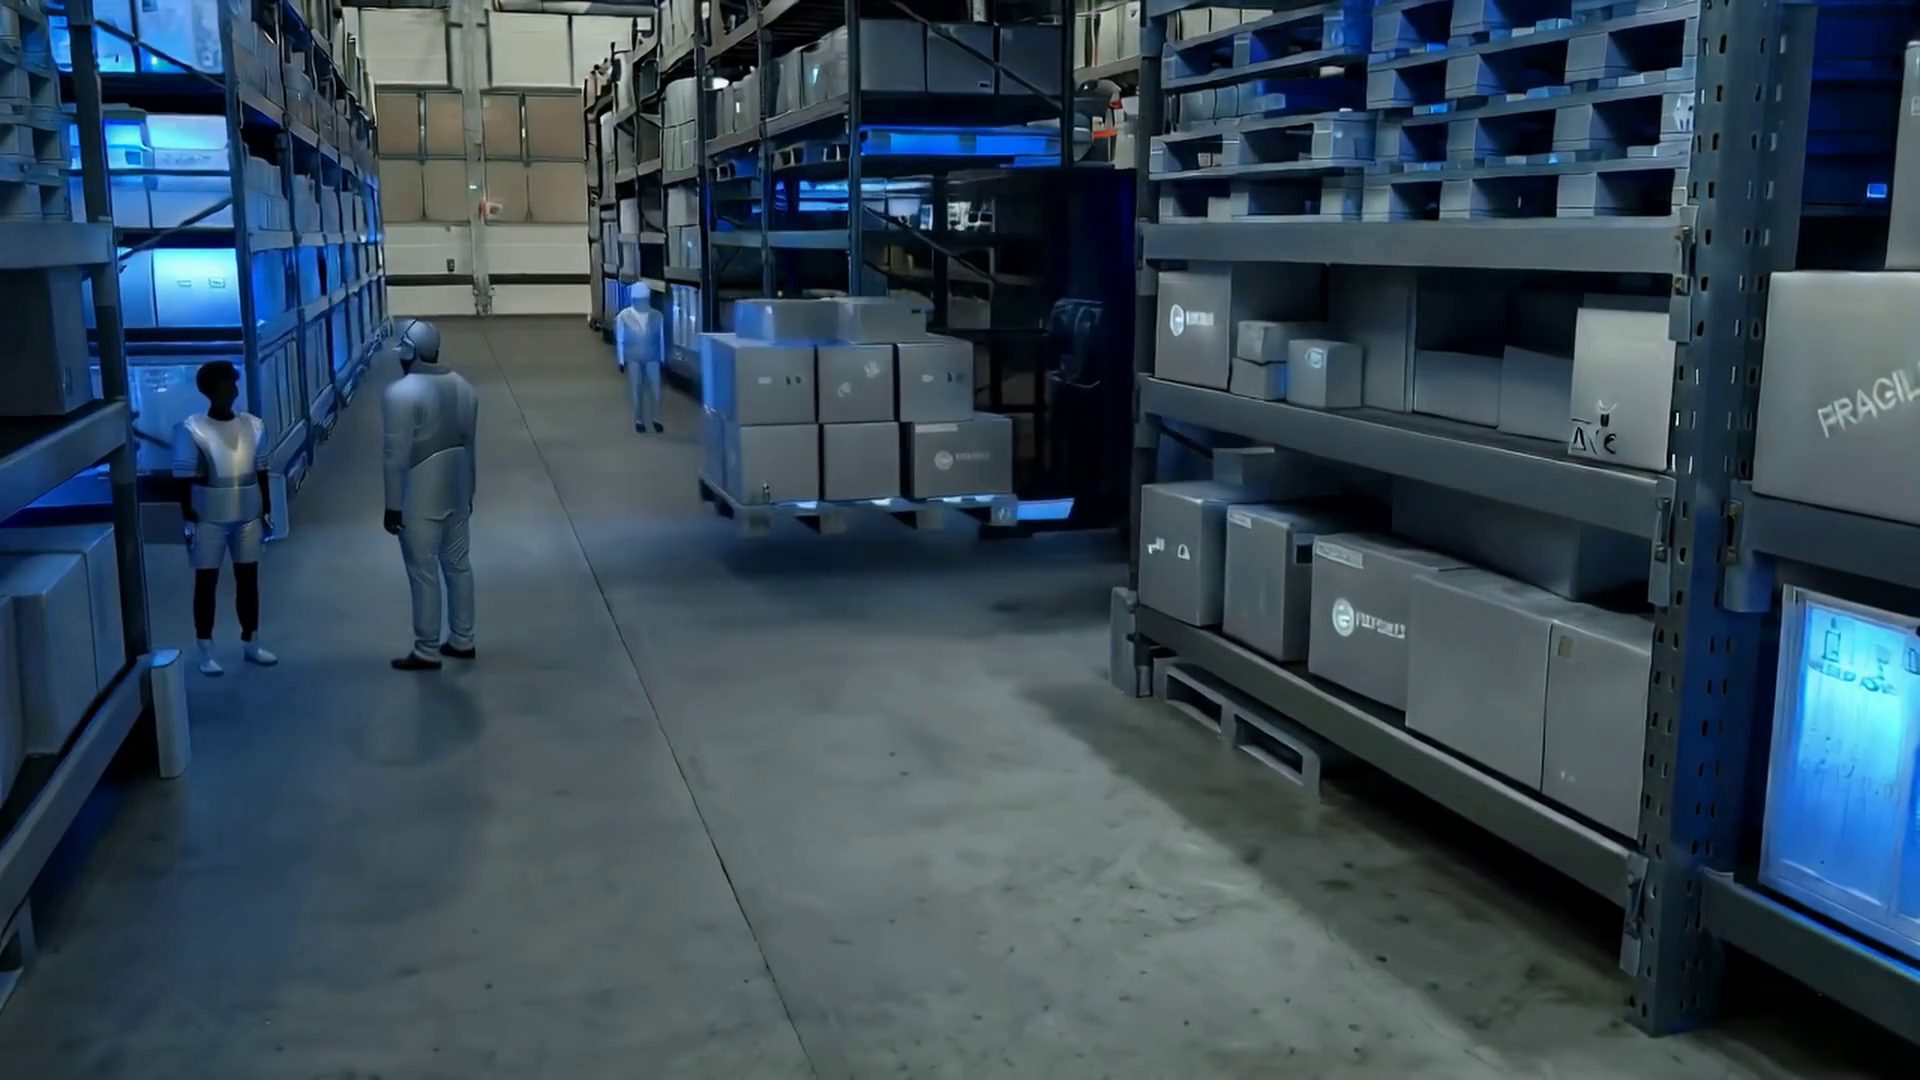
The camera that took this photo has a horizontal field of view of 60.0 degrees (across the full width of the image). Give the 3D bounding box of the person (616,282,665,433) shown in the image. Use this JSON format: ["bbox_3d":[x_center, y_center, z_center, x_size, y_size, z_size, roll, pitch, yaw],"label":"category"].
[{"bbox_3d":[-3.796,-2.162,19.883,0.606,1.805,0.737,-4,11,-21],"label":"person"}]

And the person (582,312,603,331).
[{"bbox_3d":[-9.073,-6.202,41.601,0.635,1.958,0.621,-3,11,-17],"label":"person"}]

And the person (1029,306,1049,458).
[{"bbox_3d":[0.910,-1.648,17.553,0.289,1.629,0.501,-7,12,-33],"label":"person"}]

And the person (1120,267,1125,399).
[{"bbox_3d":[2.218,-2.699,22.449,0.364,1.939,0.542,8,13,39],"label":"person"}]

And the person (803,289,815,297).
[{"bbox_3d":[-3.896,-6.438,43.462,0.714,1.739,0.557,-4,11,-19],"label":"person"}]

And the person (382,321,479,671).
[{"bbox_3d":[-2.910,-0.242,9.098,0.400,1.901,0.643,5,11,23],"label":"person"}]

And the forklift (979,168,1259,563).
[{"bbox_3d":[1.210,-1.334,12.382,1.873,2.768,1.129,-3,11,-18],"label":"forklift"}]

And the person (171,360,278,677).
[{"bbox_3d":[-3.962,-0.124,8.993,0.320,1.698,0.531,9,14,41],"label":"person"}]

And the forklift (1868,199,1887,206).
[{"bbox_3d":[11.338,-2.915,21.052,1.129,2.768,1.873,-3,11,-17],"label":"forklift"}]
